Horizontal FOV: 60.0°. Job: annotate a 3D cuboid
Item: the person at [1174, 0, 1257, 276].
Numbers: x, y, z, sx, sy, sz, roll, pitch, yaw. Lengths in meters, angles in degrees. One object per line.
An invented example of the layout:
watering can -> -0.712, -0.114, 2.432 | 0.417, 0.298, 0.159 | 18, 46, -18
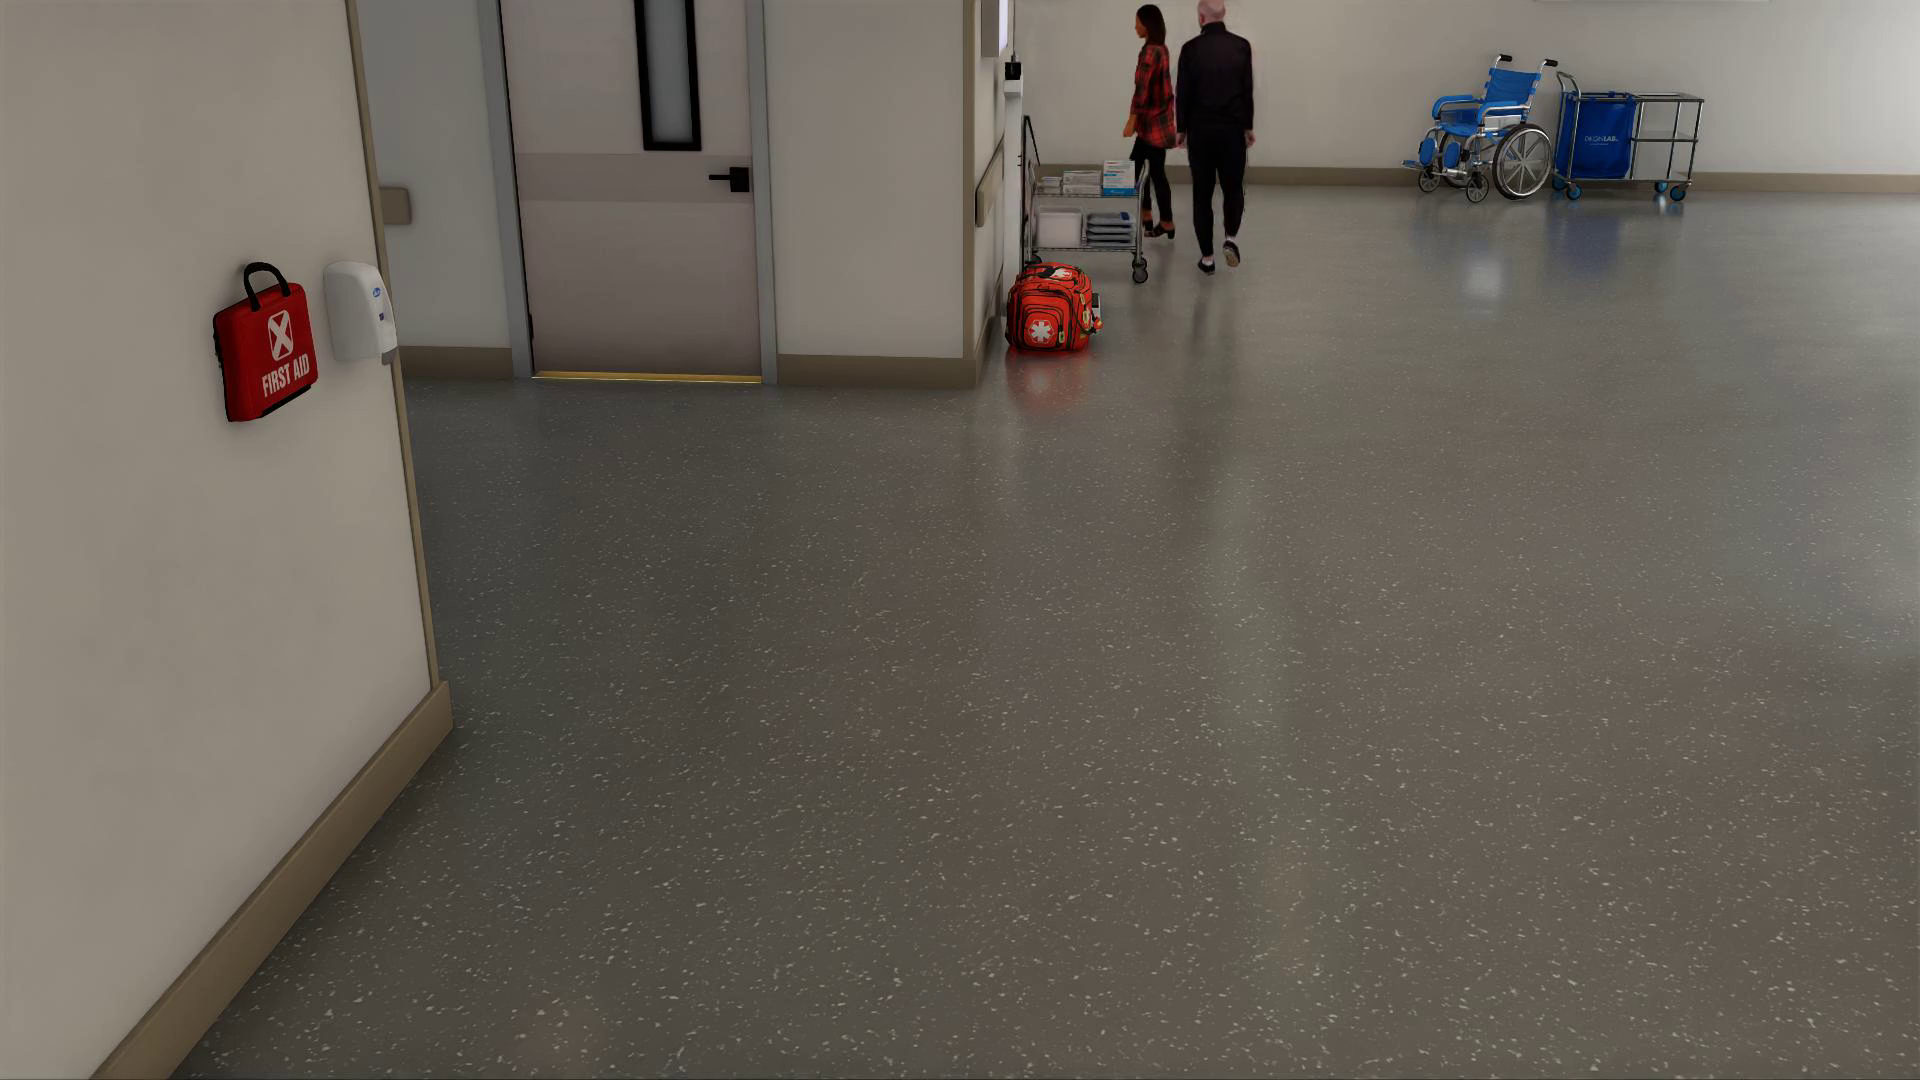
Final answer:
person -> 1.686, -2.629, 10.950 | 0.713, 1.815, 0.697 | 1, 21, 4

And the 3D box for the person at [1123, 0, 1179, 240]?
person -> 1.511, -3.043, 12.231 | 0.733, 1.681, 0.636 | 6, 21, 15
